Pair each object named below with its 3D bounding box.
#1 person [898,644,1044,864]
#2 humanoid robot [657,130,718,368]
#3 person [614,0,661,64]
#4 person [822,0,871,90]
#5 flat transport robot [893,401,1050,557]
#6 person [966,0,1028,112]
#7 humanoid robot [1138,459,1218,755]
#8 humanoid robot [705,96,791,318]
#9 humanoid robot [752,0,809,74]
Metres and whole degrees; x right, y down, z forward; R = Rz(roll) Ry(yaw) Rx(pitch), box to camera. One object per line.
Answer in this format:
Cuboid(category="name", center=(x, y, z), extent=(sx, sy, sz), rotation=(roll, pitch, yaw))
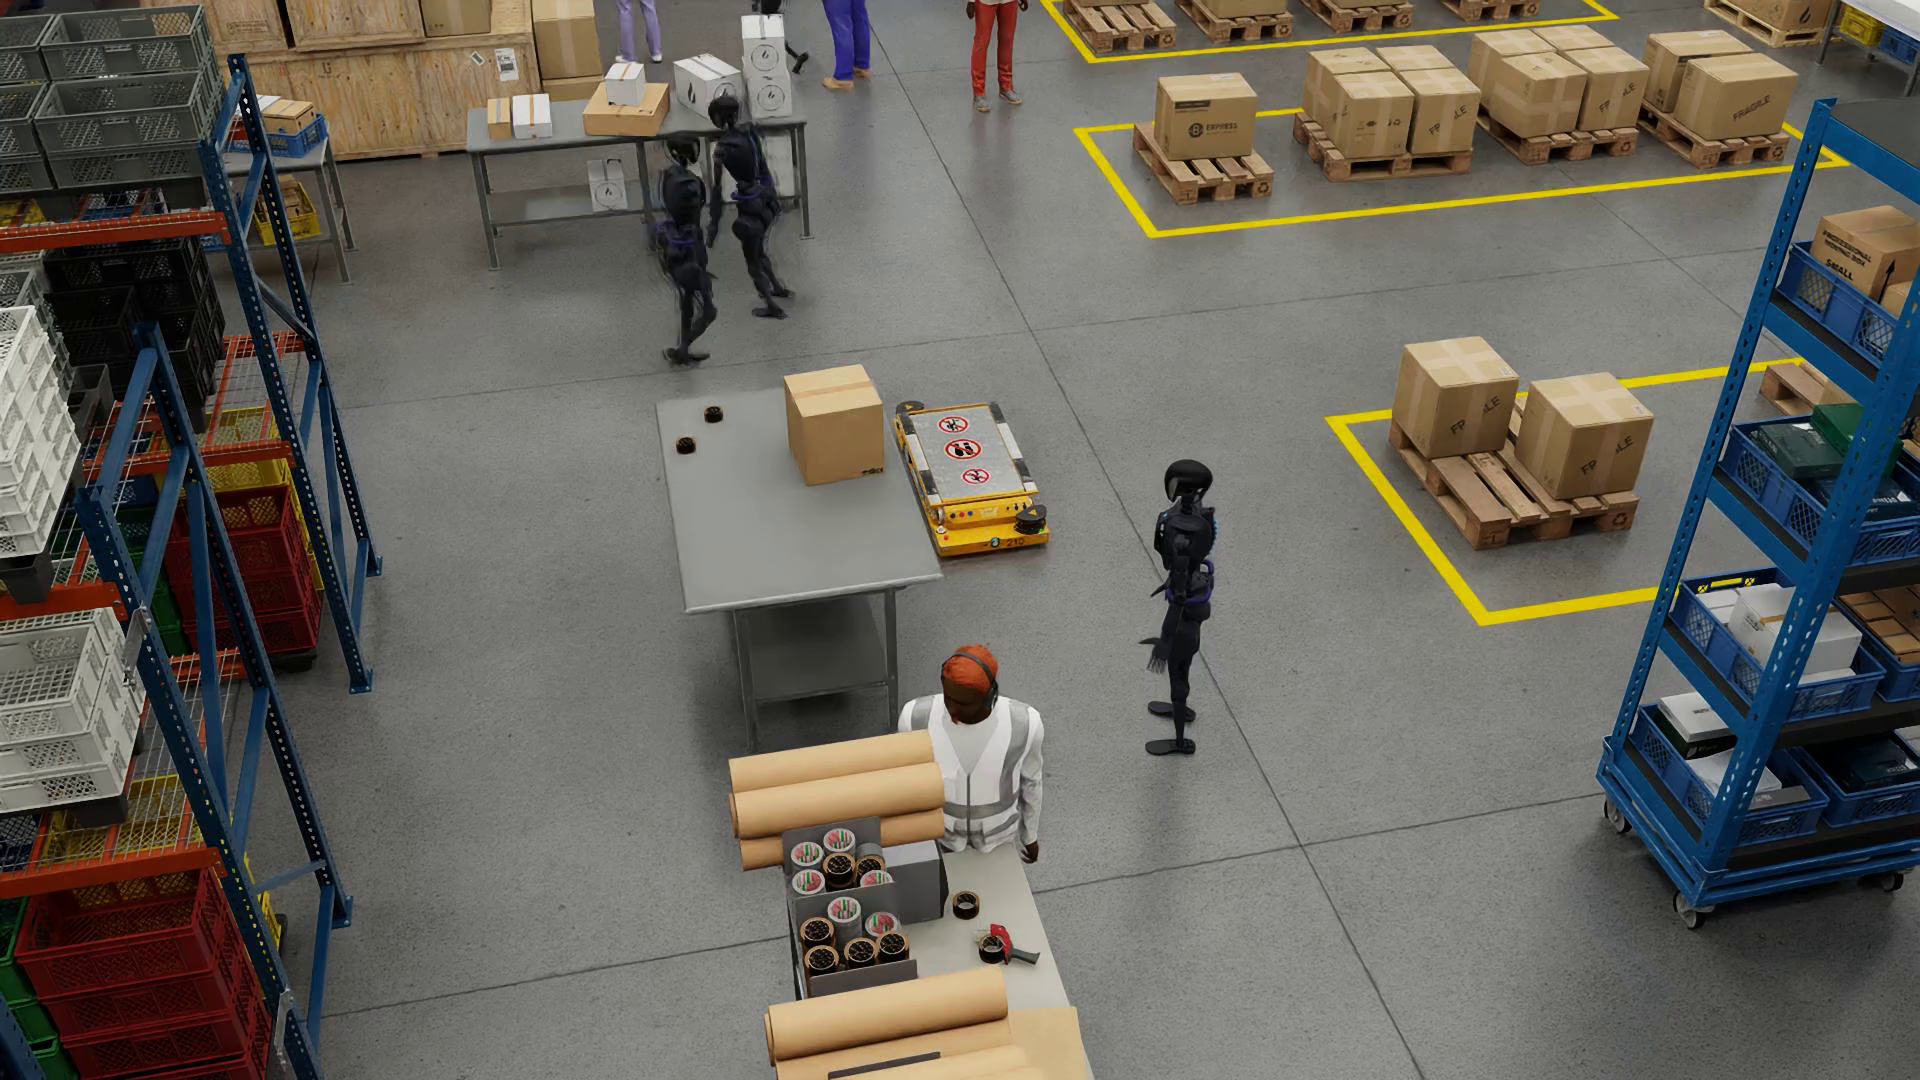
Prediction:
Cuboid(category="person", center=(0.035, 1.151, 6.655), extent=(0.582, 1.879, 0.338), rotation=(2, 37, 2))
Cuboid(category="humanoid robot", center=(-1.781, -1.863, 10.871), extent=(0.366, 1.653, 0.637), rotation=(-15, 39, -20))
Cuboid(category="person", center=(-3.084, -5.359, 15.381), extent=(0.588, 1.914, 0.421), rotation=(-21, 42, -26))
Cuboid(category="person", center=(-1.085, -5.097, 14.921), extent=(0.537, 2.000, 0.687), rotation=(17, 40, 22))
Cuboid(category="flat transport robot", center=(0.046, -0.430, 10.108), extent=(0.652, 0.197, 1.431), rotation=(-8, 37, -10))
Cuboid(category="person", center=(0.321, -4.757, 14.502), extent=(0.621, 1.993, 0.379), rotation=(-17, 40, -22))
Cuboid(category="humanoid robot", center=(1.035, 0.317, 7.935), extent=(0.330, 1.657, 0.601), rotation=(7, 37, 9))
Cuboid(category="humanoid robot", center=(-1.468, -2.287, 11.465), extent=(0.494, 1.631, 0.637), rotation=(14, 39, 18))
Cuboid(category="humanoid robot", center=(-1.719, -5.088, 15.217), extent=(0.577, 1.640, 0.606), rotation=(-1, 37, -1))
